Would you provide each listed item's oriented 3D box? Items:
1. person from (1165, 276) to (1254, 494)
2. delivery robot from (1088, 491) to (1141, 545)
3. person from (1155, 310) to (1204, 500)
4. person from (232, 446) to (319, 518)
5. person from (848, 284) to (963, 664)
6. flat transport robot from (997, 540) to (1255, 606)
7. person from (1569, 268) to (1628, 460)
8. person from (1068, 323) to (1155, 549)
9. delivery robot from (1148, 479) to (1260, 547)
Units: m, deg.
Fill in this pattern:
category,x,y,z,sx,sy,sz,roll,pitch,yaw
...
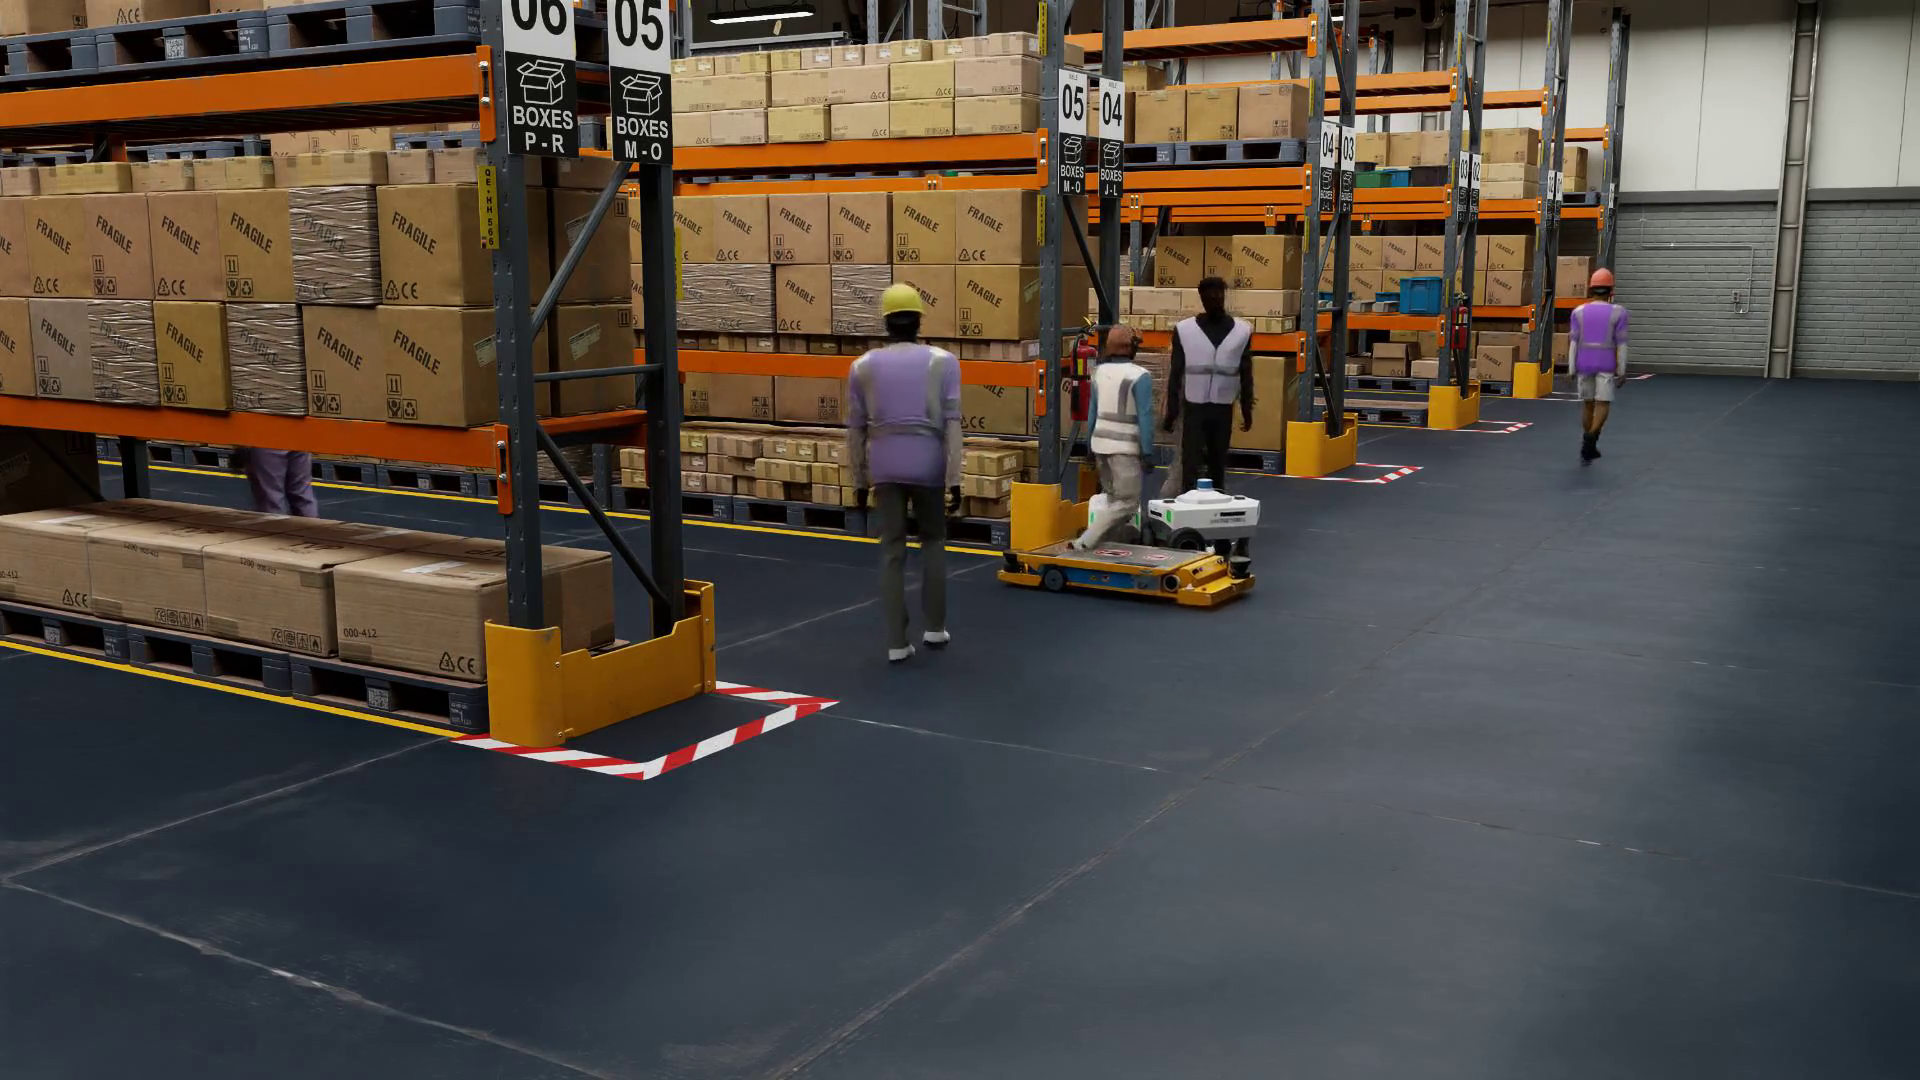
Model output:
category,x,y,z,sx,sy,sz,roll,pitch,yaw
person,1.830,-0.972,12.171,0.641,1.884,0.562,-1,10,-6
delivery robot,1.017,-0.155,10.963,0.477,0.478,0.707,1,10,5
person,1.724,-0.924,12.603,0.364,1.618,0.562,6,11,30
person,-4.192,-0.642,10.140,0.403,1.905,0.651,3,10,19
person,-0.267,-0.349,8.472,0.601,1.886,0.755,1,10,7
flat transport robot,1.005,0.178,10.118,1.431,0.197,0.652,6,11,32
person,6.266,-1.715,16.400,0.549,1.918,0.758,6,12,33
person,0.941,-0.549,10.419,0.629,1.614,0.541,-7,12,-35
delivery robot,1.617,-0.161,10.999,0.707,0.478,0.477,-3,10,-18
